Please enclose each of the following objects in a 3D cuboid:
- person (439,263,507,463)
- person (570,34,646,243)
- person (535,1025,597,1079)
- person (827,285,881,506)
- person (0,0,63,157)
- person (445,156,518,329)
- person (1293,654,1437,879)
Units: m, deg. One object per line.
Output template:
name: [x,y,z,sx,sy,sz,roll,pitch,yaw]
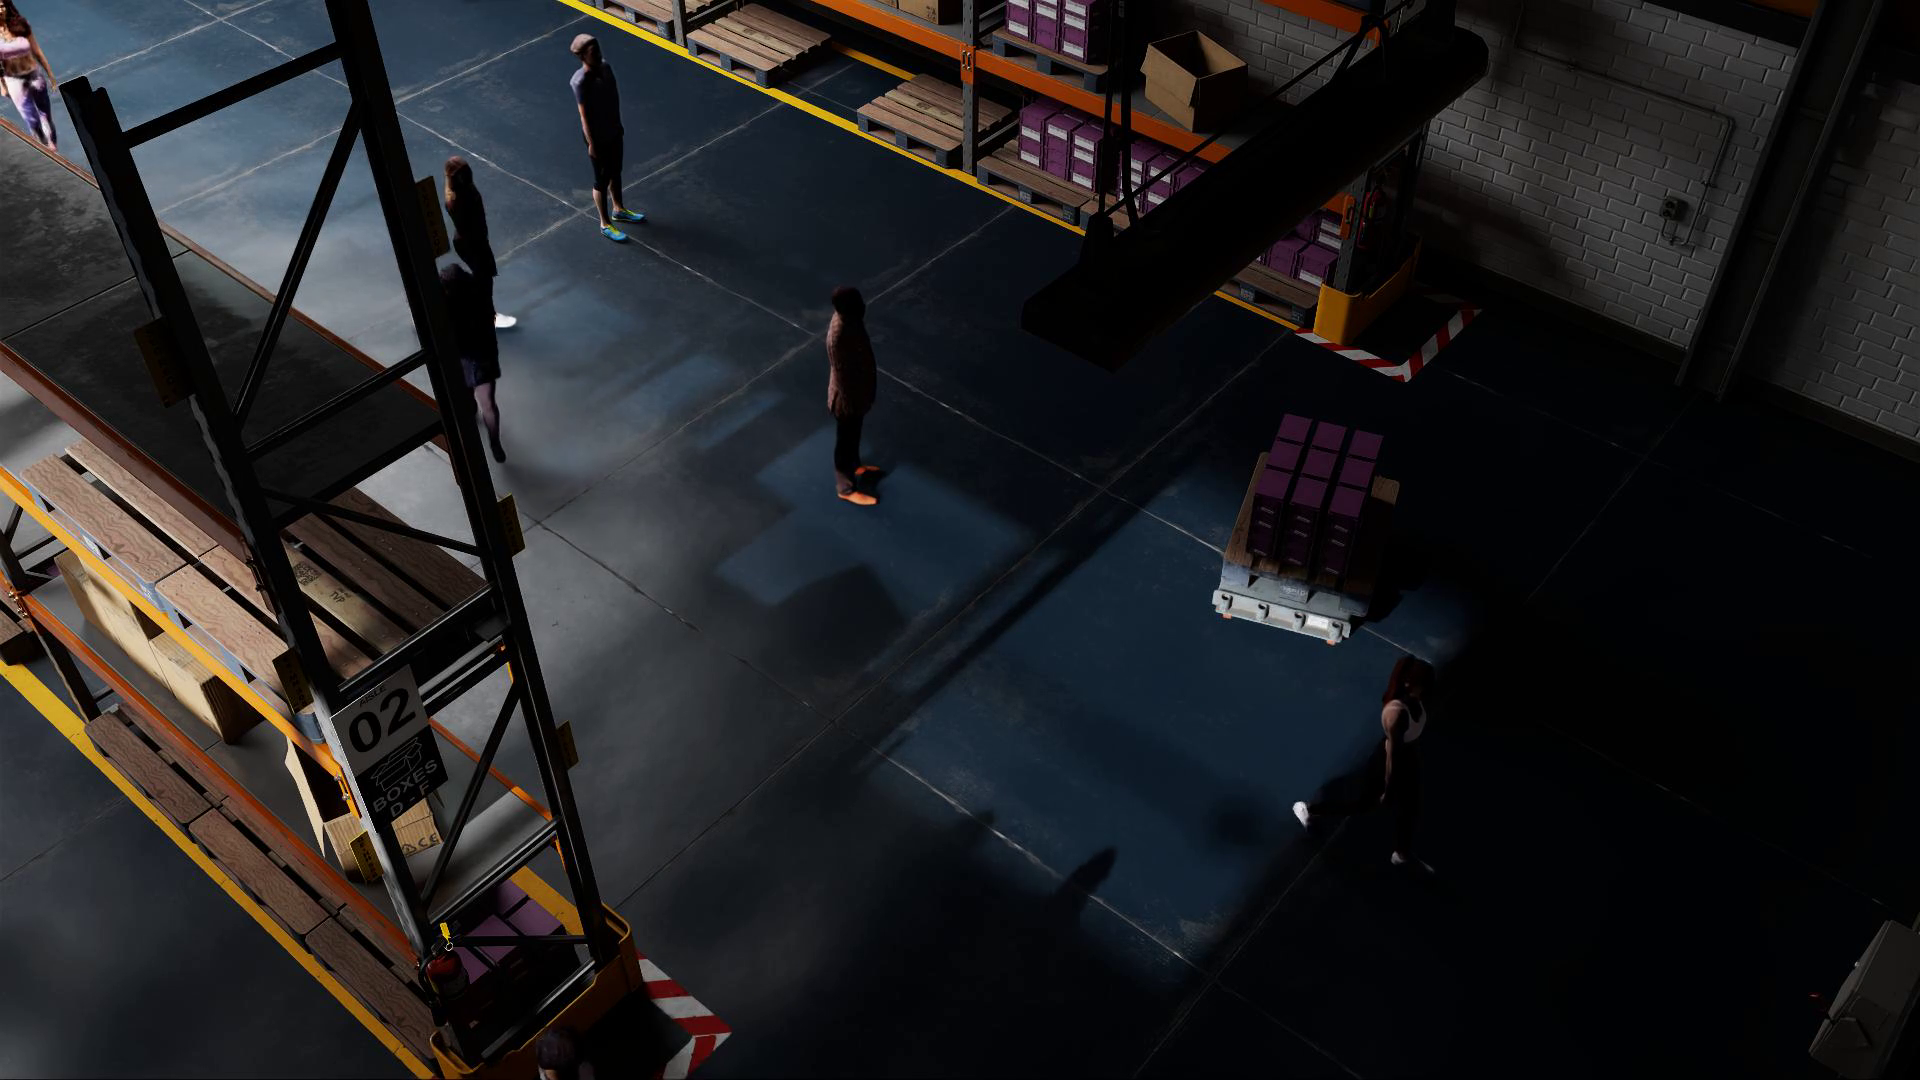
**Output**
person: [-3.725,-1.415,12.532,0.960,1.637,1.193,-17,46,-17]
person: [-3.135,-3.555,14.596,0.707,1.888,0.741,14,45,14]
person: [-1.955,2.845,8.122,0.770,1.552,0.696,-12,45,-12]
person: [-0.809,-1.079,12.055,0.800,1.808,0.779,3,44,3]
person: [-8.704,-4.272,15.451,0.687,1.748,0.784,-30,51,-28]
person: [-4.047,-2.403,13.537,0.950,1.681,0.883,-2,44,-2]
person: [2.412,1.292,9.639,1.164,1.708,0.706,25,49,24]
